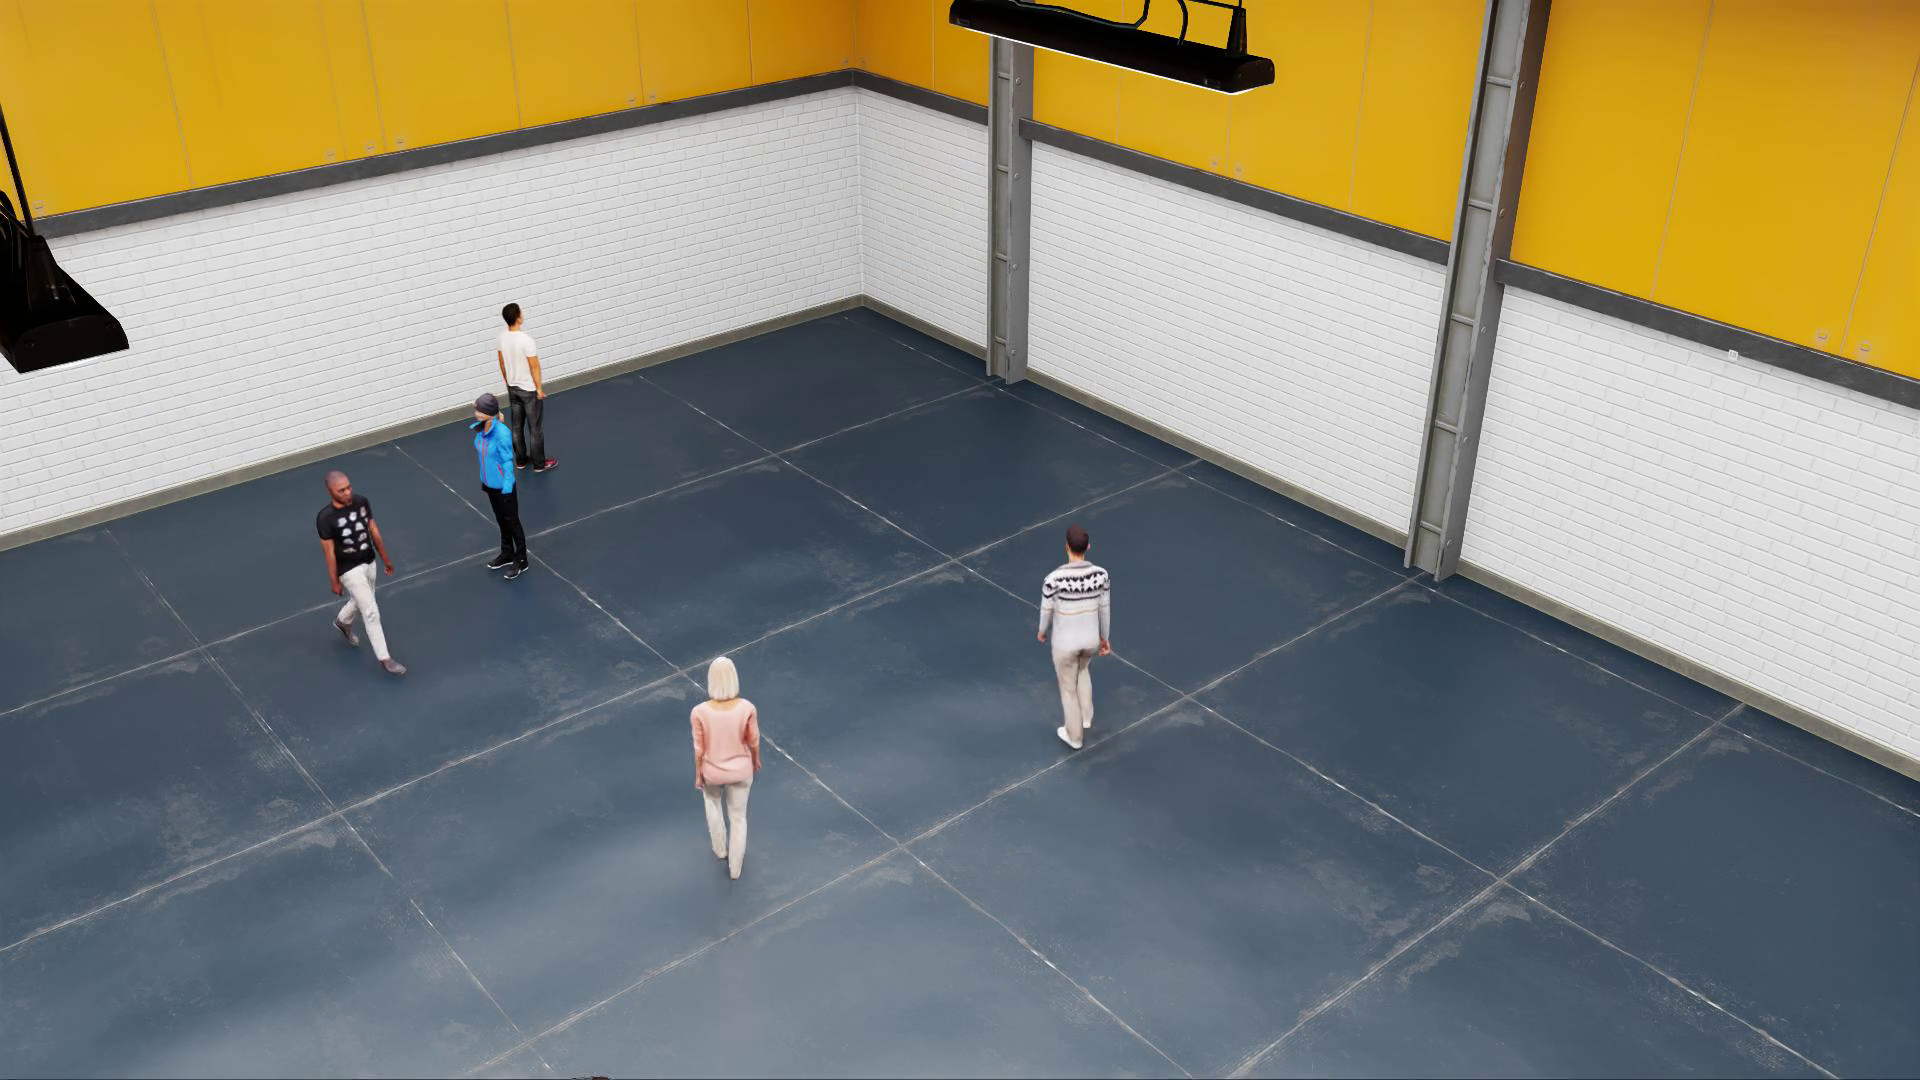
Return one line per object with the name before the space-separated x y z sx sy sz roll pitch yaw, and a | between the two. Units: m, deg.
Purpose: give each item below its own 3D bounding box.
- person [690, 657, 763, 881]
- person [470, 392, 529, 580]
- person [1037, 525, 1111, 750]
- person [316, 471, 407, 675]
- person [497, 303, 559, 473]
person | -1.585 1.606 11.330 0.758 1.714 0.803 -5 29 -10
person | -4.179 -0.515 15.120 0.481 1.807 0.694 25 37 38
person | 0.909 0.801 12.675 0.769 1.839 0.795 -11 30 -19
person | -5.063 0.215 13.813 1.279 1.778 0.948 15 32 26
person | -4.490 -1.567 17.053 0.612 1.804 0.764 14 32 24
